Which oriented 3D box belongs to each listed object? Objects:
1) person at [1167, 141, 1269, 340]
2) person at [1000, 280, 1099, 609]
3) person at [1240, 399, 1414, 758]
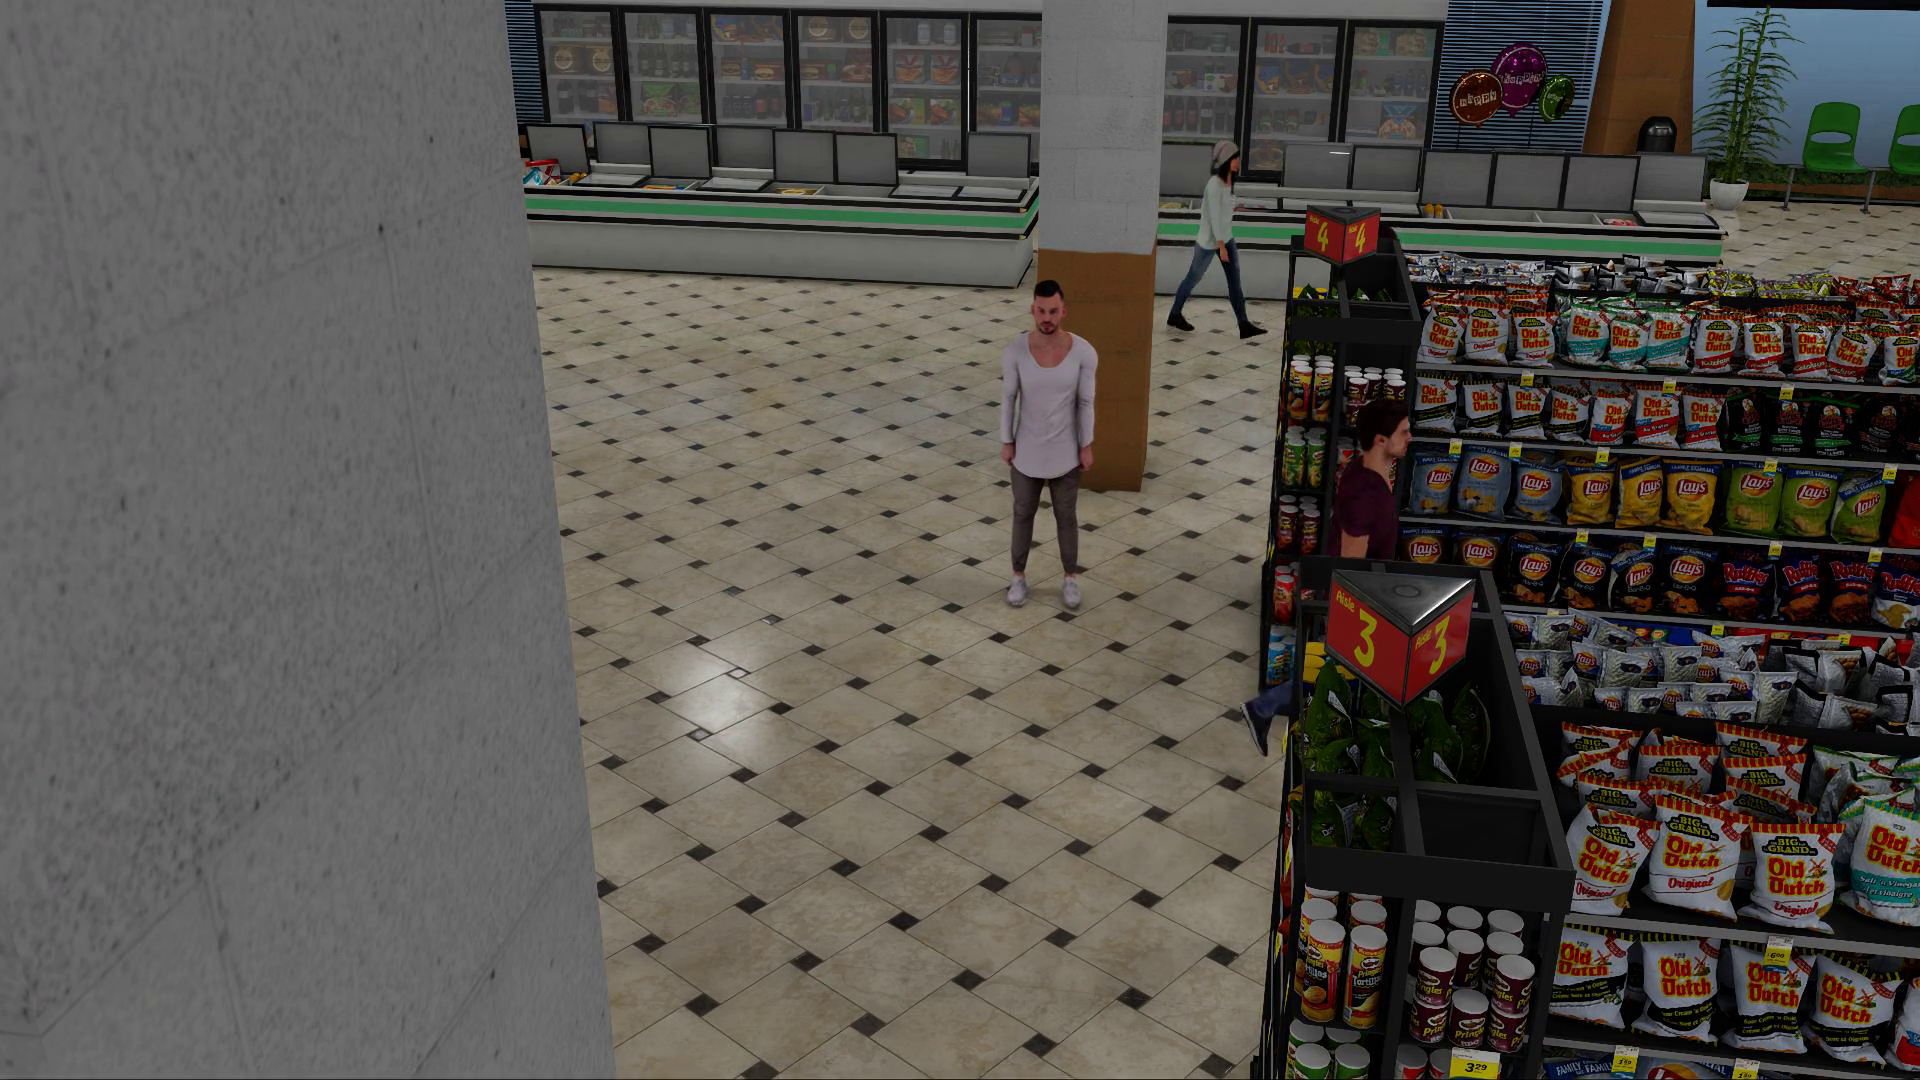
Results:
[{"bbox_3d":[2.005,-2.414,13.545,1.194,1.591,0.885,15,28,30],"label":"person"},{"bbox_3d":[0.467,-0.512,8.896,0.488,1.835,0.727,2,24,5],"label":"person"},{"bbox_3d":[1.614,0.269,7.110,1.008,1.834,0.682,5,24,12],"label":"person"}]
